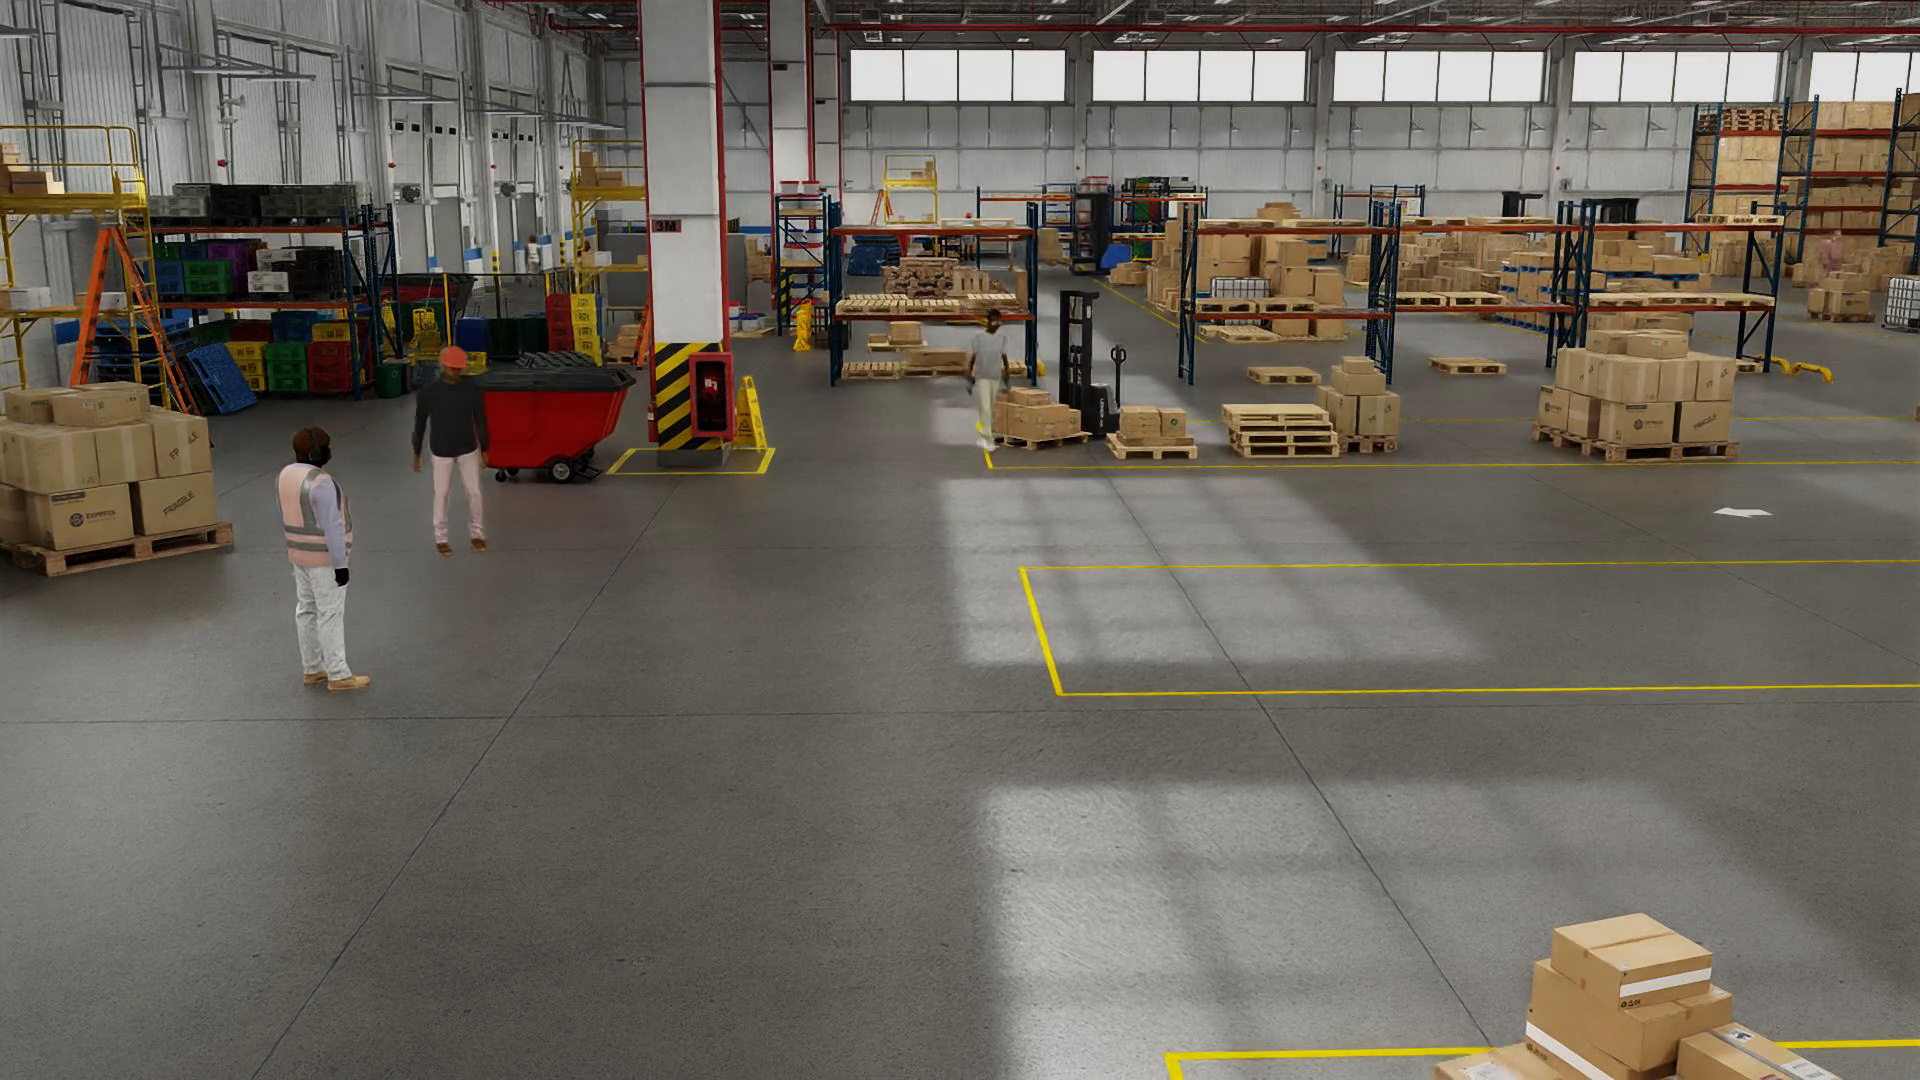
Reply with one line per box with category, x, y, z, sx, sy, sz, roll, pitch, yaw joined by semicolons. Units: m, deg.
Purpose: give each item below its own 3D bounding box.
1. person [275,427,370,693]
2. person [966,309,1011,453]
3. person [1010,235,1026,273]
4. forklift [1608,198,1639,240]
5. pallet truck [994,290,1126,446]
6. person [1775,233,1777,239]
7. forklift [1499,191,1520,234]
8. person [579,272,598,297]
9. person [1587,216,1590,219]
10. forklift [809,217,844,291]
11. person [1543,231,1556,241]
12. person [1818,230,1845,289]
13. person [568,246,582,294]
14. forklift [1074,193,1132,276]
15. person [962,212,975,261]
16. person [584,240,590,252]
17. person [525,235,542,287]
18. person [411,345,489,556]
person;-4.411;0.133;11.488;0.624;1.844;0.429;10;16;37
person;0.423;-2.021;21.253;0.545;1.823;0.909;-6;14;-26
person;1.694;-7.697;46.721;0.655;1.888;0.985;-3;13;-15
forklift;18.588;-8.214;46.809;1.873;2.768;1.129;-3;13;-11
pallet truck;1.257;-2.299;22.111;1.885;1.965;0.823;-9;15;-35
person;29.595;-10.518;60.060;0.530;1.619;0.355;11;17;42
forklift;20.744;-11.779;62.905;1.873;2.768;1.129;0;12;-2
person;-8.561;-5.757;38.344;0.491;1.728;0.346;-9;15;-36
person;24.026;-11.478;63.825;0.617;1.890;1.045;-4;13;-18
forklift;-4.375;-8.619;48.637;1.873;2.768;1.129;0;12;-2
person;18.415;-8.823;51.721;0.627;1.947;1.001;4;13;16
person;25.603;-8.153;48.792;0.662;1.885;0.661;-1;13;-5
person;-9.068;-6.084;39.610;0.536;1.814;0.770;-4;13;-17
forklift;4.906;-10.449;56.899;1.873;2.768;1.129;0;12;-2
person;0.353;-12.243;67.138;0.543;1.939;0.362;5;13;20
person;-9.238;-6.460;41.162;0.574;1.883;0.356;1;13;3
person;-13.288;-8.685;51.802;0.513;1.614;0.742;-3;13;-11
person;-4.755;-0.829;15.507;0.724;1.981;0.434;-5;14;-23
